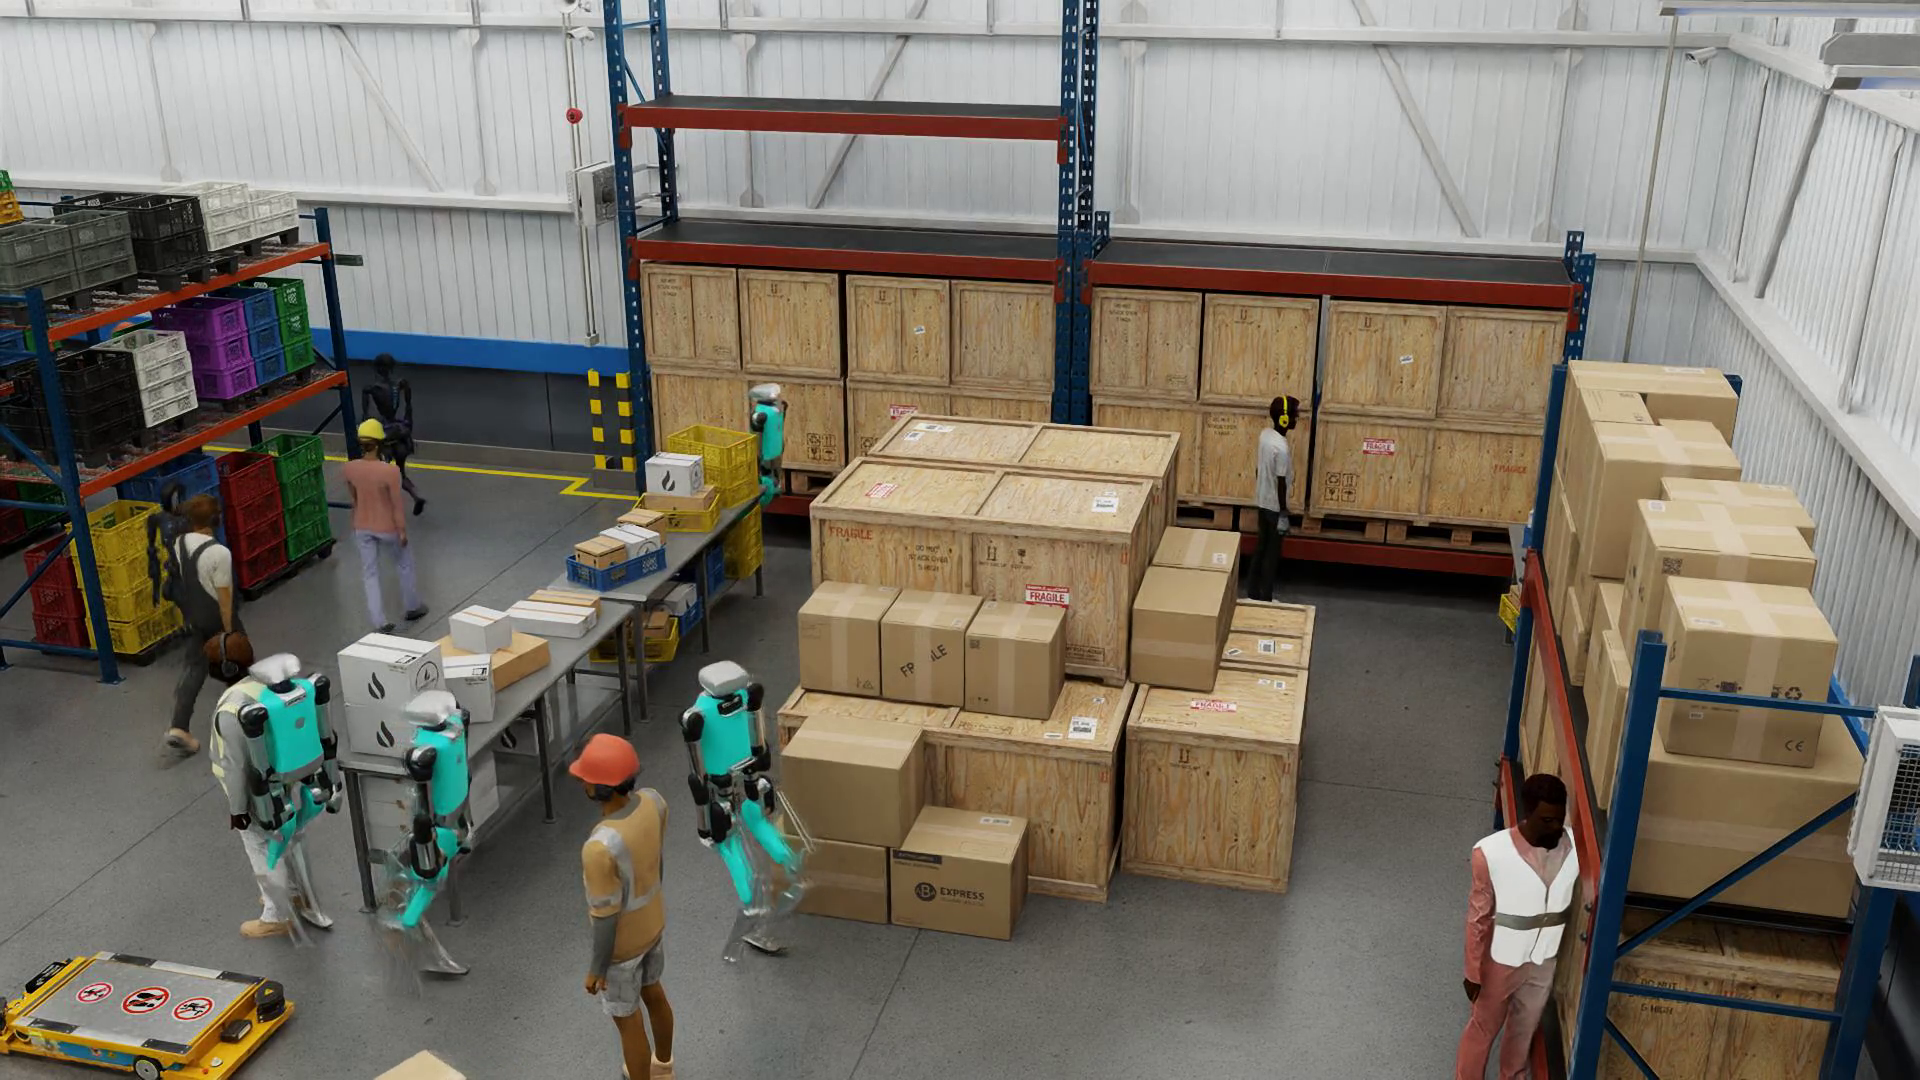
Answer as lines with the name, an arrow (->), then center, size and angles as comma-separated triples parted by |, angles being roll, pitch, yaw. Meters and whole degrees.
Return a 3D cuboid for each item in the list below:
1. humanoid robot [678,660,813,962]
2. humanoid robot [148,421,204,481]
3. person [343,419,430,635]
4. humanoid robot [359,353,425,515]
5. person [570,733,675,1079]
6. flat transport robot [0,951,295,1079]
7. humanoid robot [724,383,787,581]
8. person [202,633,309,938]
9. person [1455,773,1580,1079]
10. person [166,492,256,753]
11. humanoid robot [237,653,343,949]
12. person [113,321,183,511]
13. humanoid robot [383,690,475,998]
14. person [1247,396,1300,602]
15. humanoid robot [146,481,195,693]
humanoid robot -> -1.102, 1.537, 8.967 | 0.697, 1.793, 0.558 | 17, 27, 38
humanoid robot -> -7.082, -0.759, 15.048 | 0.583, 1.650, 0.343 | 6, 22, 15
person -> -4.601, -0.126, 13.306 | 0.520, 1.736, 0.720 | 3, 21, 8
humanoid robot -> -5.316, -0.932, 15.525 | 0.449, 1.647, 0.590 | 14, 25, 32
person -> -1.574, 1.826, 7.783 | 0.366, 2.048, 0.604 | 6, 22, 16
flat transport robot -> -4.270, 2.464, 8.601 | 1.431, 0.231, 0.659 | 5, 22, 13
humanoid robot -> -1.834, -0.460, 14.268 | 0.696, 1.839, 0.531 | 7, 22, 17
person -> -3.937, 1.359, 9.309 | 0.429, 1.834, 0.632 | 0, 21, 0
person -> 2.583, 1.928, 7.693 | 0.589, 1.919, 0.393 | -6, 22, -16
person -> -5.175, 0.564, 11.421 | 0.522, 1.813, 0.899 | 9, 23, 21
humanoid robot -> -3.796, 1.424, 9.265 | 0.679, 1.803, 0.549 | 13, 24, 30
person -> -7.463, -1.013, 15.233 | 0.617, 2.032, 0.420 | -4, 21, -11
humanoid robot -> -2.887, 1.641, 8.794 | 0.703, 1.865, 0.548 | 3, 21, 9
person -> 2.556, -0.270, 13.511 | 0.309, 1.868, 0.530 | -4, 21, -9
humanoid robot -> -5.715, 0.316, 12.311 | 0.589, 1.613, 0.800 | 3, 21, 7
